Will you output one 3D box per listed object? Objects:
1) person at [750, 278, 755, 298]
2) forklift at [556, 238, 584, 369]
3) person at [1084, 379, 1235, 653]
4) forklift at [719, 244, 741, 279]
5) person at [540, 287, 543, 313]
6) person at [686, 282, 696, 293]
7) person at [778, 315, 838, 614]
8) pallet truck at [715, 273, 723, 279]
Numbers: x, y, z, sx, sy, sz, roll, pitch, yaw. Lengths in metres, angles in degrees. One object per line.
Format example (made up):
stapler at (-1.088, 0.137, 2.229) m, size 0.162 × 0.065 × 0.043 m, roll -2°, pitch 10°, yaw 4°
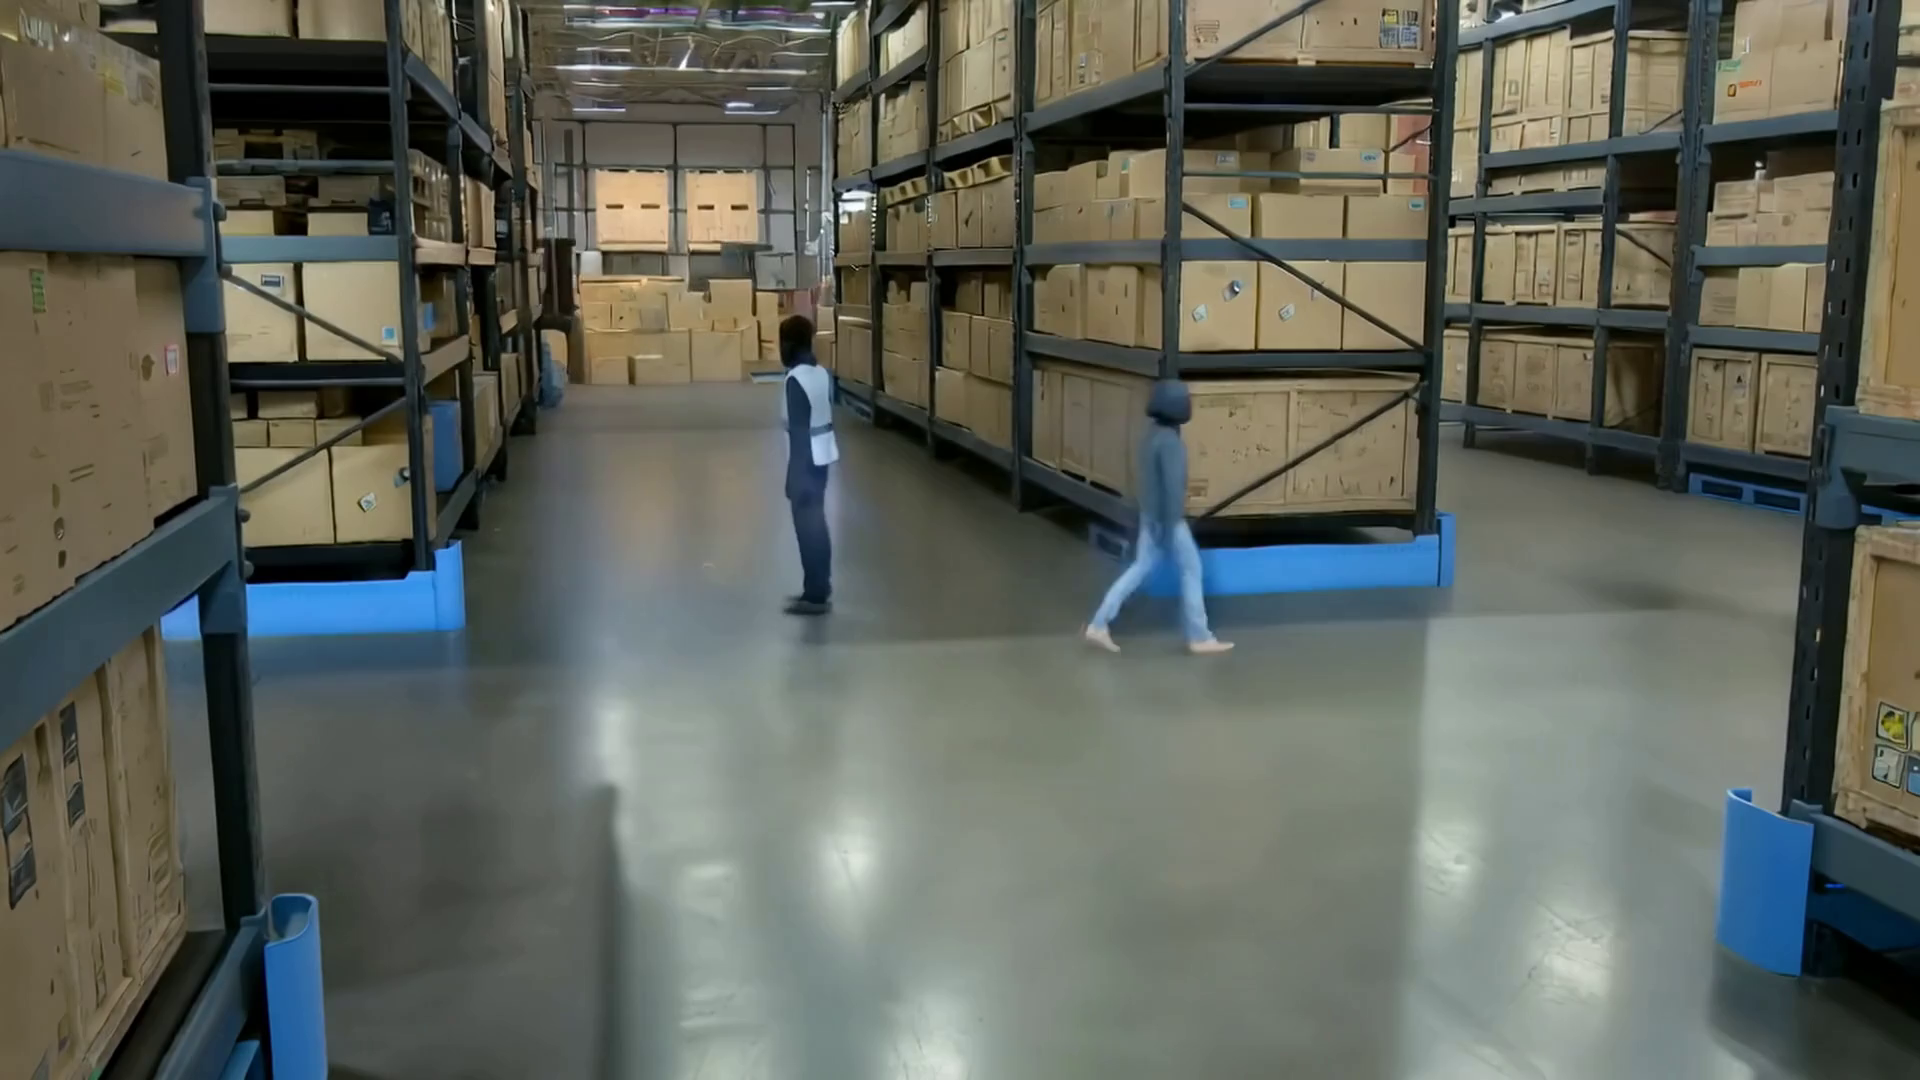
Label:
person at (-7.359, -8.287, 58.280) m, size 0.828 × 1.920 × 0.637 m, roll -8°, pitch 12°, yaw -39°
forklift at (-8.361, -5.013, 35.378) m, size 1.873 × 2.768 × 1.129 m, roll -2°, pitch 10°, yaw -13°
person at (1.132, -0.125, 9.501) m, size 0.855 × 1.595 × 0.500 m, roll -3°, pitch 10°, yaw -15°
forklift at (-6.091, -6.487, 44.366) m, size 1.873 × 2.768 × 1.129 m, roll -3°, pitch 10°, yaw -20°
person at (-13.392, -7.344, 52.446) m, size 0.635 × 1.938 × 0.361 m, roll 3°, pitch 10°, yaw 18°
person at (-10.780, -9.534, 66.776) m, size 0.546 × 1.616 × 0.596 m, roll 3°, pitch 10°, yaw 20°
person at (-0.977, -0.479, 10.669) m, size 0.372 × 1.916 × 0.596 m, roll 1°, pitch 9°, yaw 8°
pallet truck at (-8.580, -8.986, 62.280) m, size 1.885 × 1.965 × 0.823 m, roll 1°, pitch 9°, yaw 5°
